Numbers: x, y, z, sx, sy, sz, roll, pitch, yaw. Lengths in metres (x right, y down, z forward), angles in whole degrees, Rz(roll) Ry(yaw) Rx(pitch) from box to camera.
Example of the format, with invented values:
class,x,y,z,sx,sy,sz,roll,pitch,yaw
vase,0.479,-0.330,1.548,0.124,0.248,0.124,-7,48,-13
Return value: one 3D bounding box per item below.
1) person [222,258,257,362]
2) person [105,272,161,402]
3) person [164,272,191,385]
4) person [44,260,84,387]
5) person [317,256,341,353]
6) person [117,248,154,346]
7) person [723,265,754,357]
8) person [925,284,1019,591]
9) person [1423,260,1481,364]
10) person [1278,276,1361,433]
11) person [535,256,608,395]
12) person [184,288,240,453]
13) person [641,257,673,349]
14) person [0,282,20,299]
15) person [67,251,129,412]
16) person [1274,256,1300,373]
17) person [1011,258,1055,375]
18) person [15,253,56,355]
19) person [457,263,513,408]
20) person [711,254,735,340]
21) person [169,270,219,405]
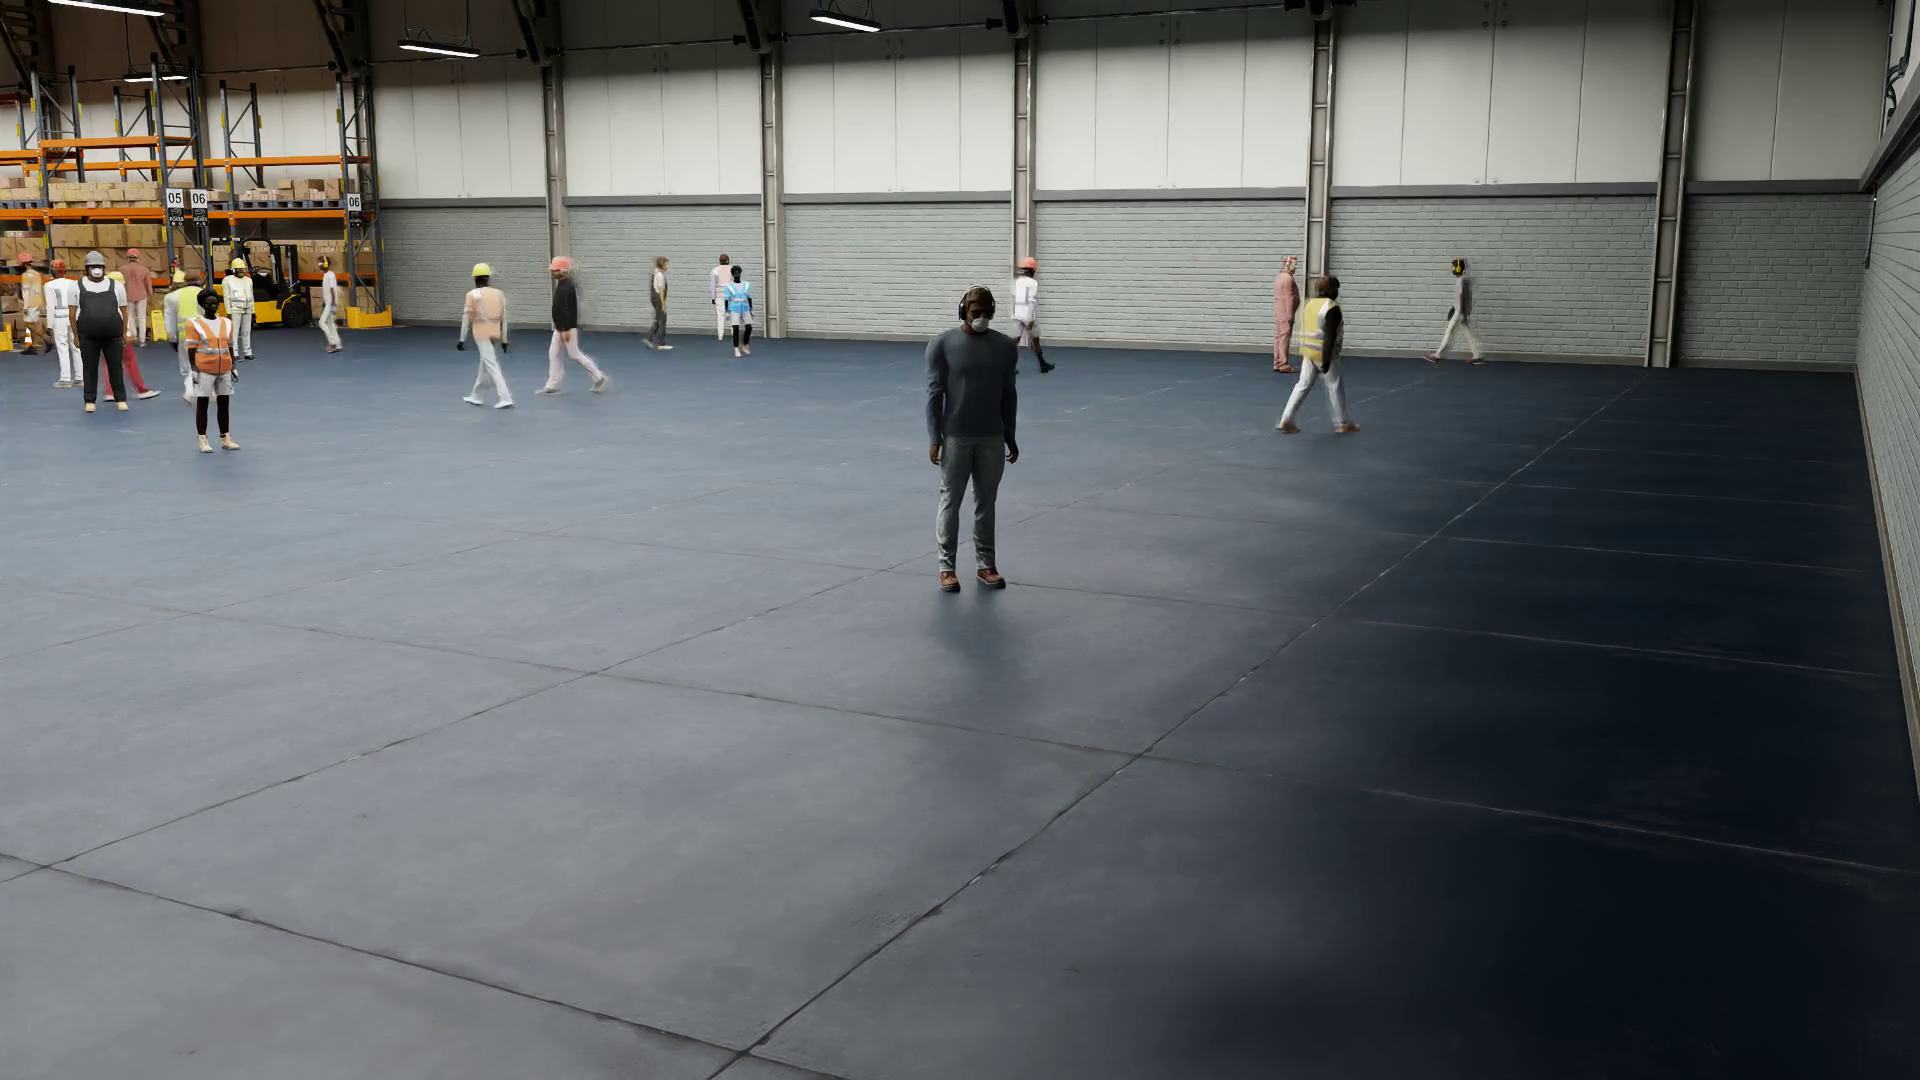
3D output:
class,x,y,z,sx,sy,sz,roll,pitch,yaw
person,-12.809,-4.092,29.623,0.404,1.835,0.587,6,12,31
person,-11.319,-2.755,22.555,0.551,1.738,0.713,8,13,36
person,-11.516,-3.119,24.676,0.511,1.690,0.898,-5,11,-24
person,-13.268,-3.199,24.623,0.356,1.883,0.573,4,11,21
person,-12.039,-4.462,31.590,0.507,1.850,0.557,-6,12,-29
person,-16.728,-4.929,33.810,0.646,1.965,0.751,-4,11,-19
person,-4.082,-4.222,30.713,0.574,1.688,0.390,-5,12,-26
person,0.083,-0.647,10.559,0.627,1.937,0.370,-4,11,-20
person,8.684,-3.976,29.064,0.993,1.812,0.537,5,12,27
person,4.070,-2.088,18.845,0.988,1.792,0.629,-4,11,-22
person,-5.491,-3.017,23.447,0.955,1.963,0.628,-5,12,-26
person,-7.754,-1.758,17.264,0.321,1.697,0.529,8,13,36
person,-5.984,-4.637,32.675,0.600,1.821,0.559,-4,11,-20
person,-24.054,-6.271,42.070,0.614,1.621,0.523,7,13,34
person,-10.950,-2.650,21.195,0.684,2.000,0.538,-6,12,-31
person,5.353,-3.682,27.205,0.402,1.904,0.638,-1,10,-4
person,1.087,-3.608,26.879,1.021,1.875,0.553,-9,14,-41
person,-17.335,-4.414,31.156,0.652,1.915,0.567,-1,10,-4
person,-6.200,-2.659,21.699,0.997,1.872,0.608,6,12,30
person,-5.026,-5.203,35.681,0.620,1.837,0.429,-1,10,-7
person,-10.169,-2.692,22.112,0.635,1.799,0.936,1,10,7
